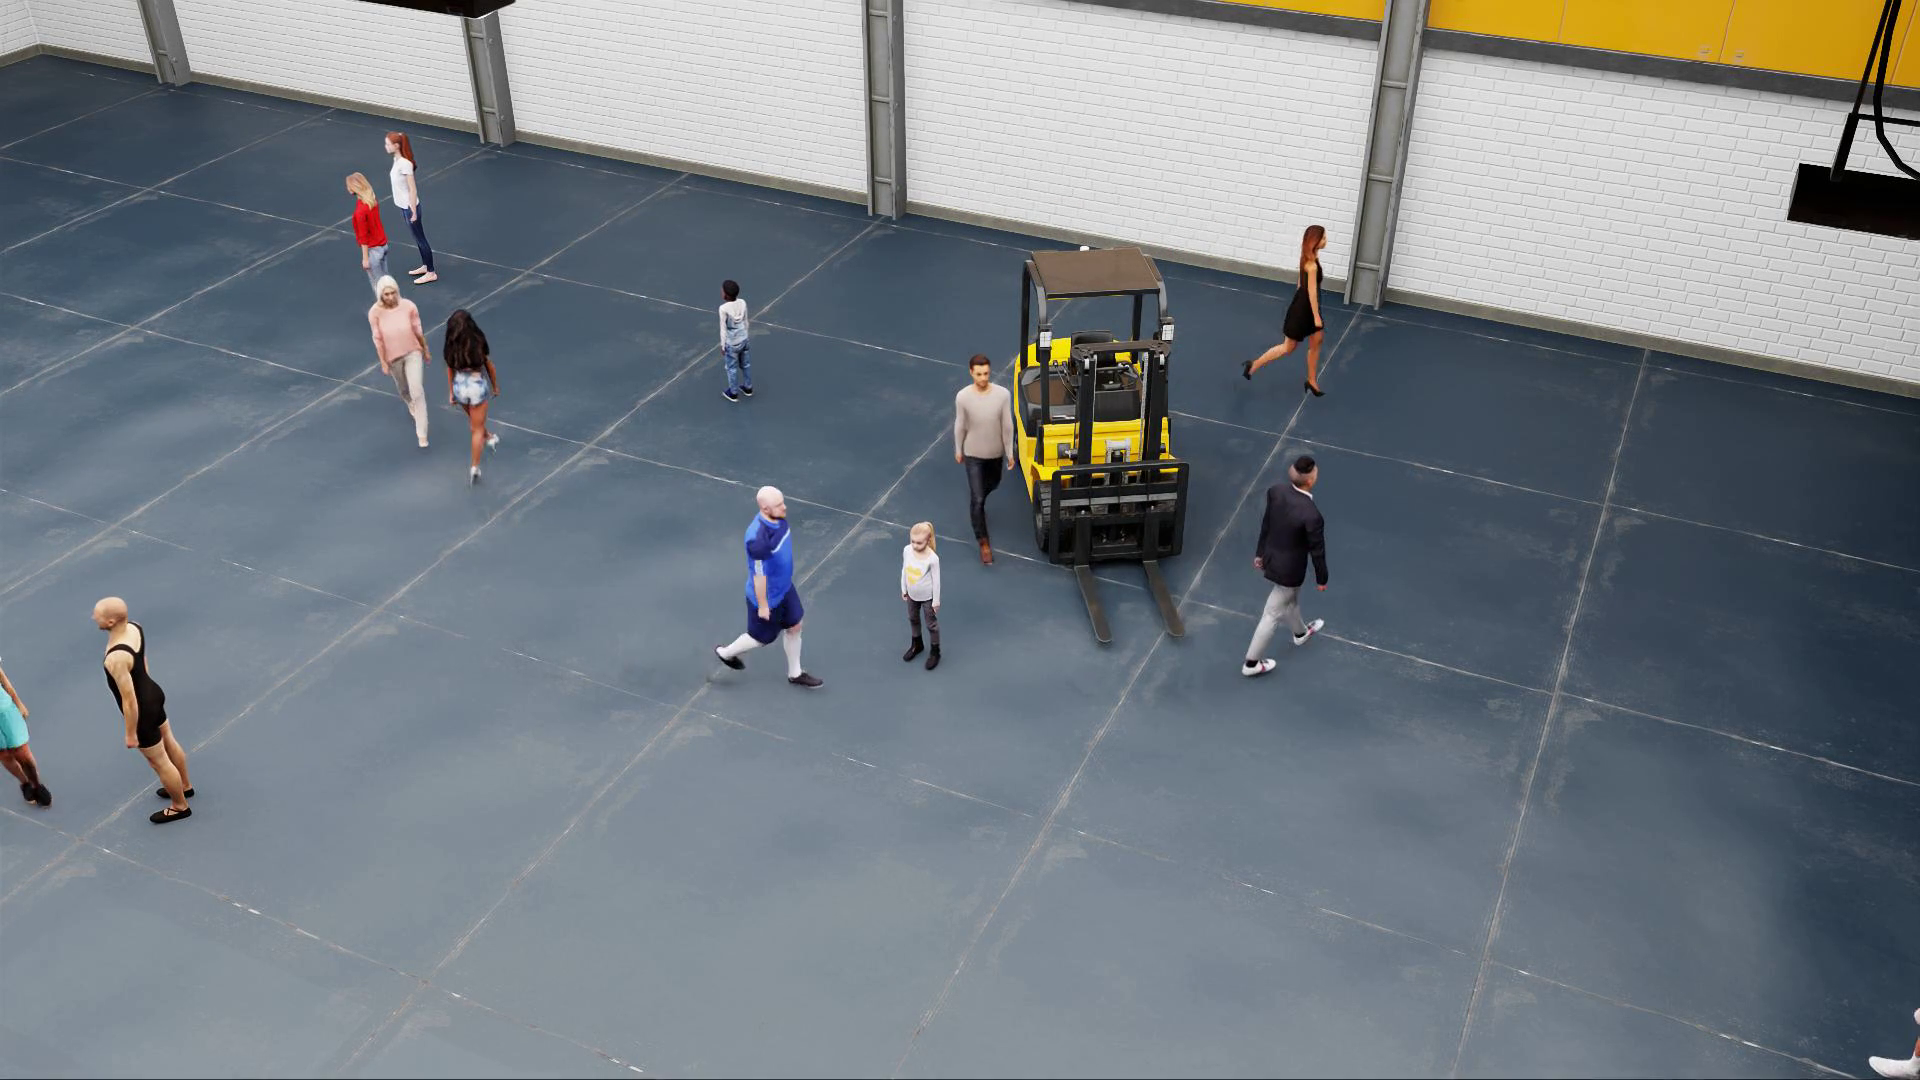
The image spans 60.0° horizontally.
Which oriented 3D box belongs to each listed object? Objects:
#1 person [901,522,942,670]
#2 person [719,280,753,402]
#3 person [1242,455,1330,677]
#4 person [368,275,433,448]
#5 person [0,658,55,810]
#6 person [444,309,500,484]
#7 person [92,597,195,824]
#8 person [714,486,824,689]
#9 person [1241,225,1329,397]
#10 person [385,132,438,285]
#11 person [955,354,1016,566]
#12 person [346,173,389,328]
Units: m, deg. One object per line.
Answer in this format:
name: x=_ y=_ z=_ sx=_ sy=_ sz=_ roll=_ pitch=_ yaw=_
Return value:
person: x=-0.291 y=0.408 z=12.854 sx=0.460 sy=1.274 sz=0.580 roll=20 pitch=39 yaw=27
person: x=-2.229 y=-1.985 z=16.469 sx=0.535 sy=1.258 sz=0.570 roll=-28 pitch=43 yaw=-35
person: x=2.383 y=0.213 z=12.571 sx=1.182 sy=1.912 sz=1.184 roll=-17 pitch=37 yaw=-23
person: x=-5.287 y=-1.770 z=15.757 sx=1.128 sy=1.687 sz=1.167 roll=-11 pitch=35 yaw=-17
person: x=-6.666 y=1.188 z=11.443 sx=0.696 sy=1.537 sz=0.742 roll=-23 pitch=40 yaw=-31
person: x=-4.442 y=-1.254 z=15.089 sx=1.006 sy=1.567 sz=0.871 roll=1 pitch=34 yaw=2
person: x=-5.529 y=1.135 z=11.270 sx=0.725 sy=1.816 sz=0.710 roll=-6 pitch=34 yaw=-9
person: x=-1.484 y=0.372 z=12.420 sx=1.131 sy=1.815 sz=0.806 roll=6 pitch=34 yaw=9
person: x=3.276 y=-2.200 z=16.296 sx=1.139 sy=1.807 sz=0.750 roll=6 pitch=34 yaw=9
person: x=-6.158 y=-3.741 z=18.677 sx=0.716 sy=1.737 sz=0.643 roll=-14 pitch=36 yaw=-20
person: x=0.202 y=-0.778 z=14.130 sx=1.208 sy=1.837 sz=1.161 roll=-6 pitch=34 yaw=-10
person: x=-6.228 y=-3.076 z=17.711 sx=0.671 sy=1.700 sz=0.696 roll=0 pitch=34 yaw=1
